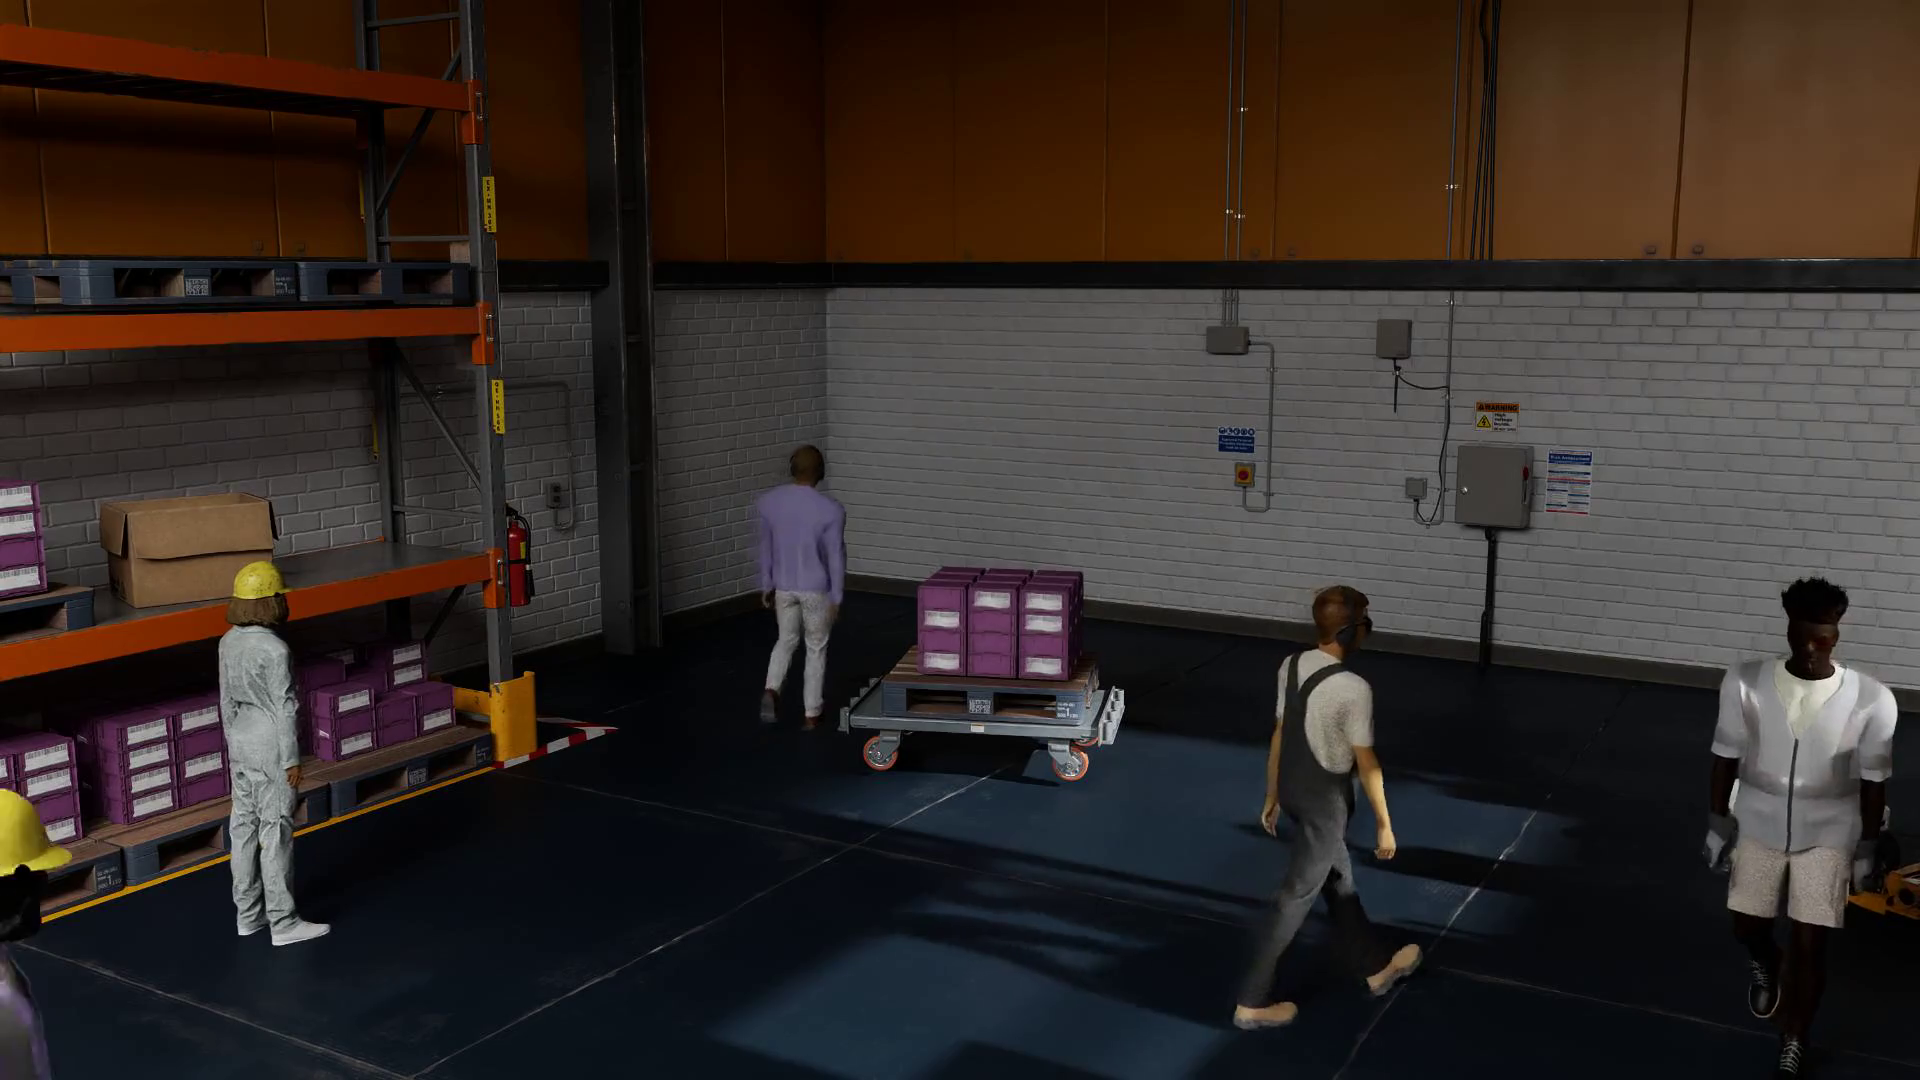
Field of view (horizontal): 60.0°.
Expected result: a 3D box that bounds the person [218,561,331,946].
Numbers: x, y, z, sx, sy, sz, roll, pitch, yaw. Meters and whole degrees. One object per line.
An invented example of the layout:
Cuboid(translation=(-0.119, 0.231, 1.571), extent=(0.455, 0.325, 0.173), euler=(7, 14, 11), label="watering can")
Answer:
Cuboid(translation=(-3.147, 0.958, 7.563), extent=(0.487, 1.744, 0.313), euler=(6, 11, 34), label="person")

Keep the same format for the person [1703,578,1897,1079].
Cuboid(translation=(3.167, 1.069, 6.289), extent=(0.604, 1.940, 0.749), euler=(6, 11, 34), label="person")

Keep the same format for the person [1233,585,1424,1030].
Cuboid(translation=(1.525, 1.069, 6.717), extent=(0.979, 1.788, 0.532), euler=(-4, 10, -21), label="person")

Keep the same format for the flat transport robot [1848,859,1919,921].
Cuboid(translation=(4.857, 1.704, 7.491), extent=(0.652, 0.197, 1.431), euler=(-5, 10, -28), label="flat transport robot")

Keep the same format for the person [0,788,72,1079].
Cuboid(translation=(-2.066, 1.479, 3.800), extent=(0.778, 1.901, 0.613), euler=(-6, 11, -32), label="person")

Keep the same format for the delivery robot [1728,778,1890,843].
Cuboid(translation=(4.257, 1.374, 8.376), extent=(0.477, 0.478, 0.707), euler=(-6, 11, -32), label="delivery robot")

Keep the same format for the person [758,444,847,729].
Cuboid(translation=(-1.048, 0.333, 10.912), extent=(0.651, 1.925, 0.604), euler=(4, 10, 21), label="person")
